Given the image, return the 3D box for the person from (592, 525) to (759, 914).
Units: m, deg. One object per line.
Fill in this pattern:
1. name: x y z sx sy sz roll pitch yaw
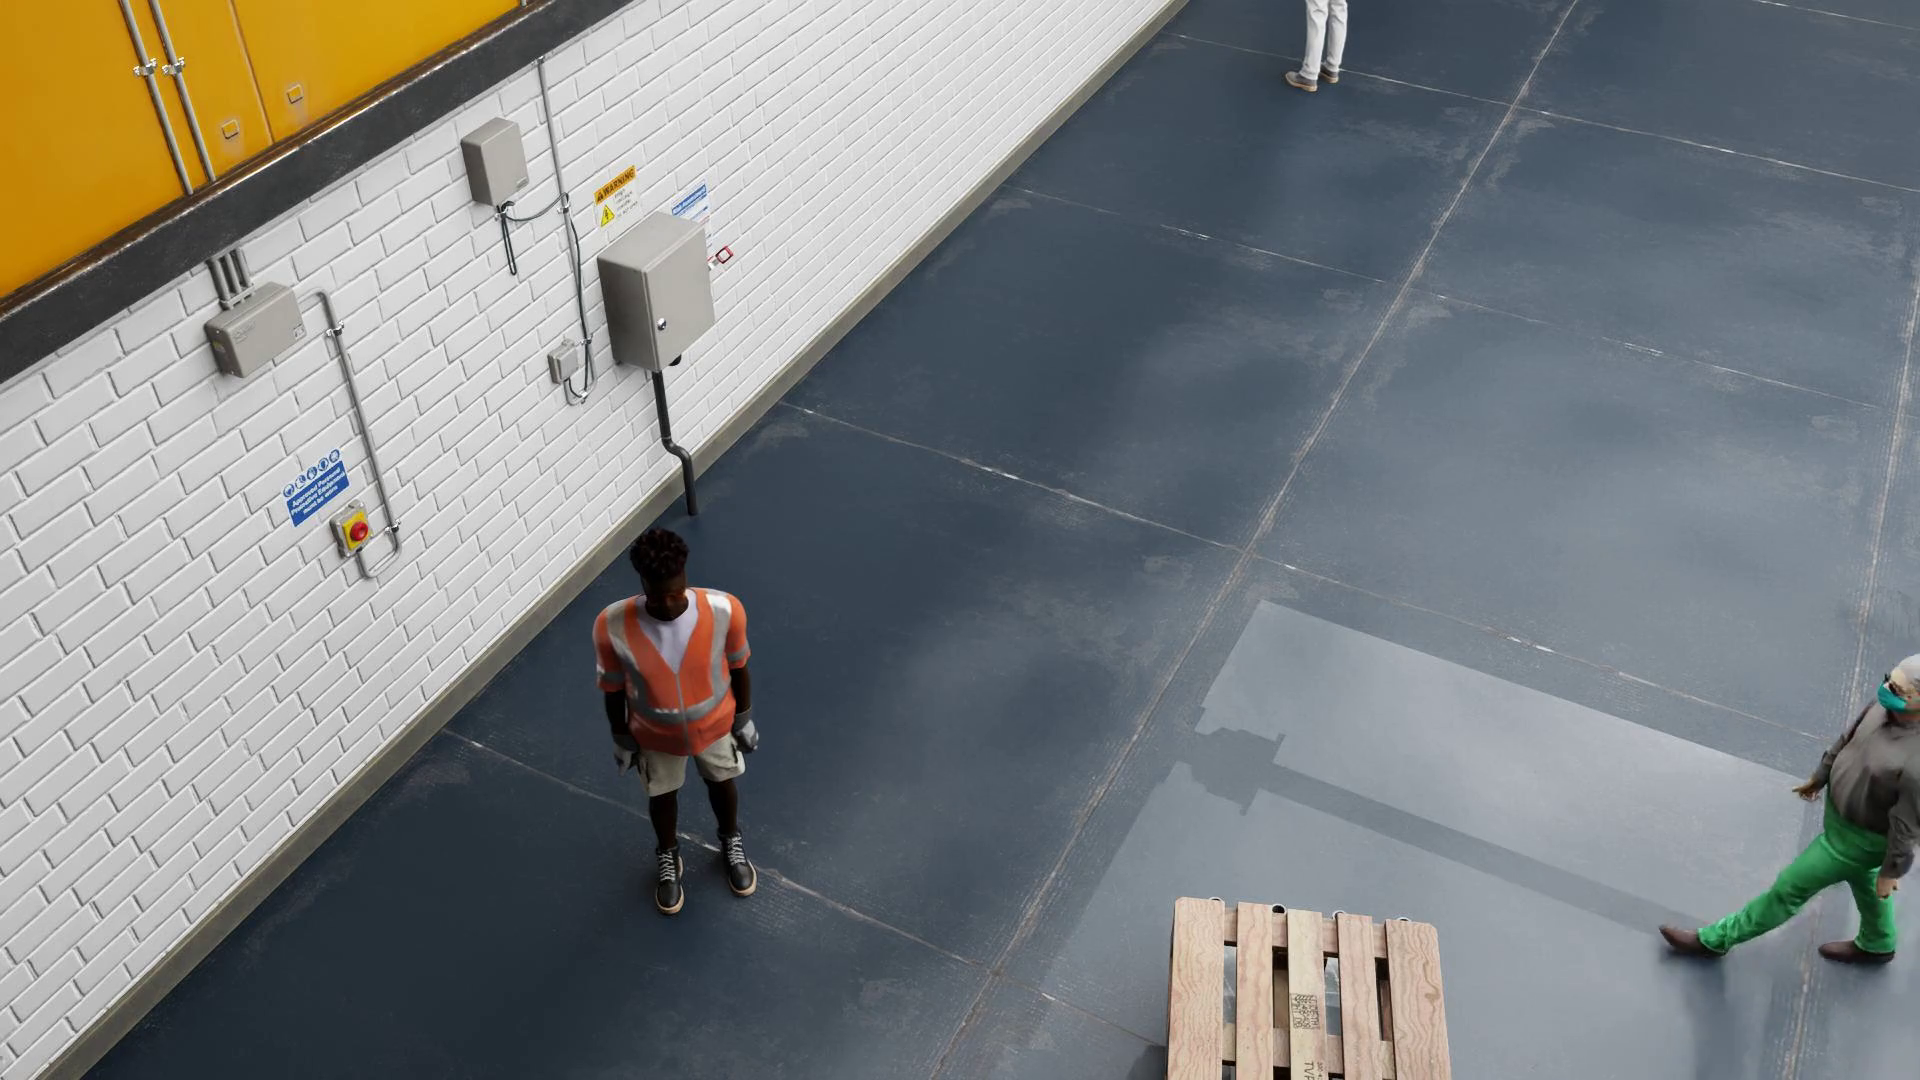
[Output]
1. person: -1.111 0.739 6.684 0.605 1.966 0.368 -10 42 -12

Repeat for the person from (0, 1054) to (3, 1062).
1. person: -3.029 2.192 5.122 0.611 1.810 0.695 19 44 21

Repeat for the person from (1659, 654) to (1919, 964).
1. person: 3.457 1.064 6.444 0.967 1.789 0.549 7 41 8

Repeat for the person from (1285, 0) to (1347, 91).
1. person: 2.806 -4.359 12.655 0.572 1.885 0.357 -23 46 -25
